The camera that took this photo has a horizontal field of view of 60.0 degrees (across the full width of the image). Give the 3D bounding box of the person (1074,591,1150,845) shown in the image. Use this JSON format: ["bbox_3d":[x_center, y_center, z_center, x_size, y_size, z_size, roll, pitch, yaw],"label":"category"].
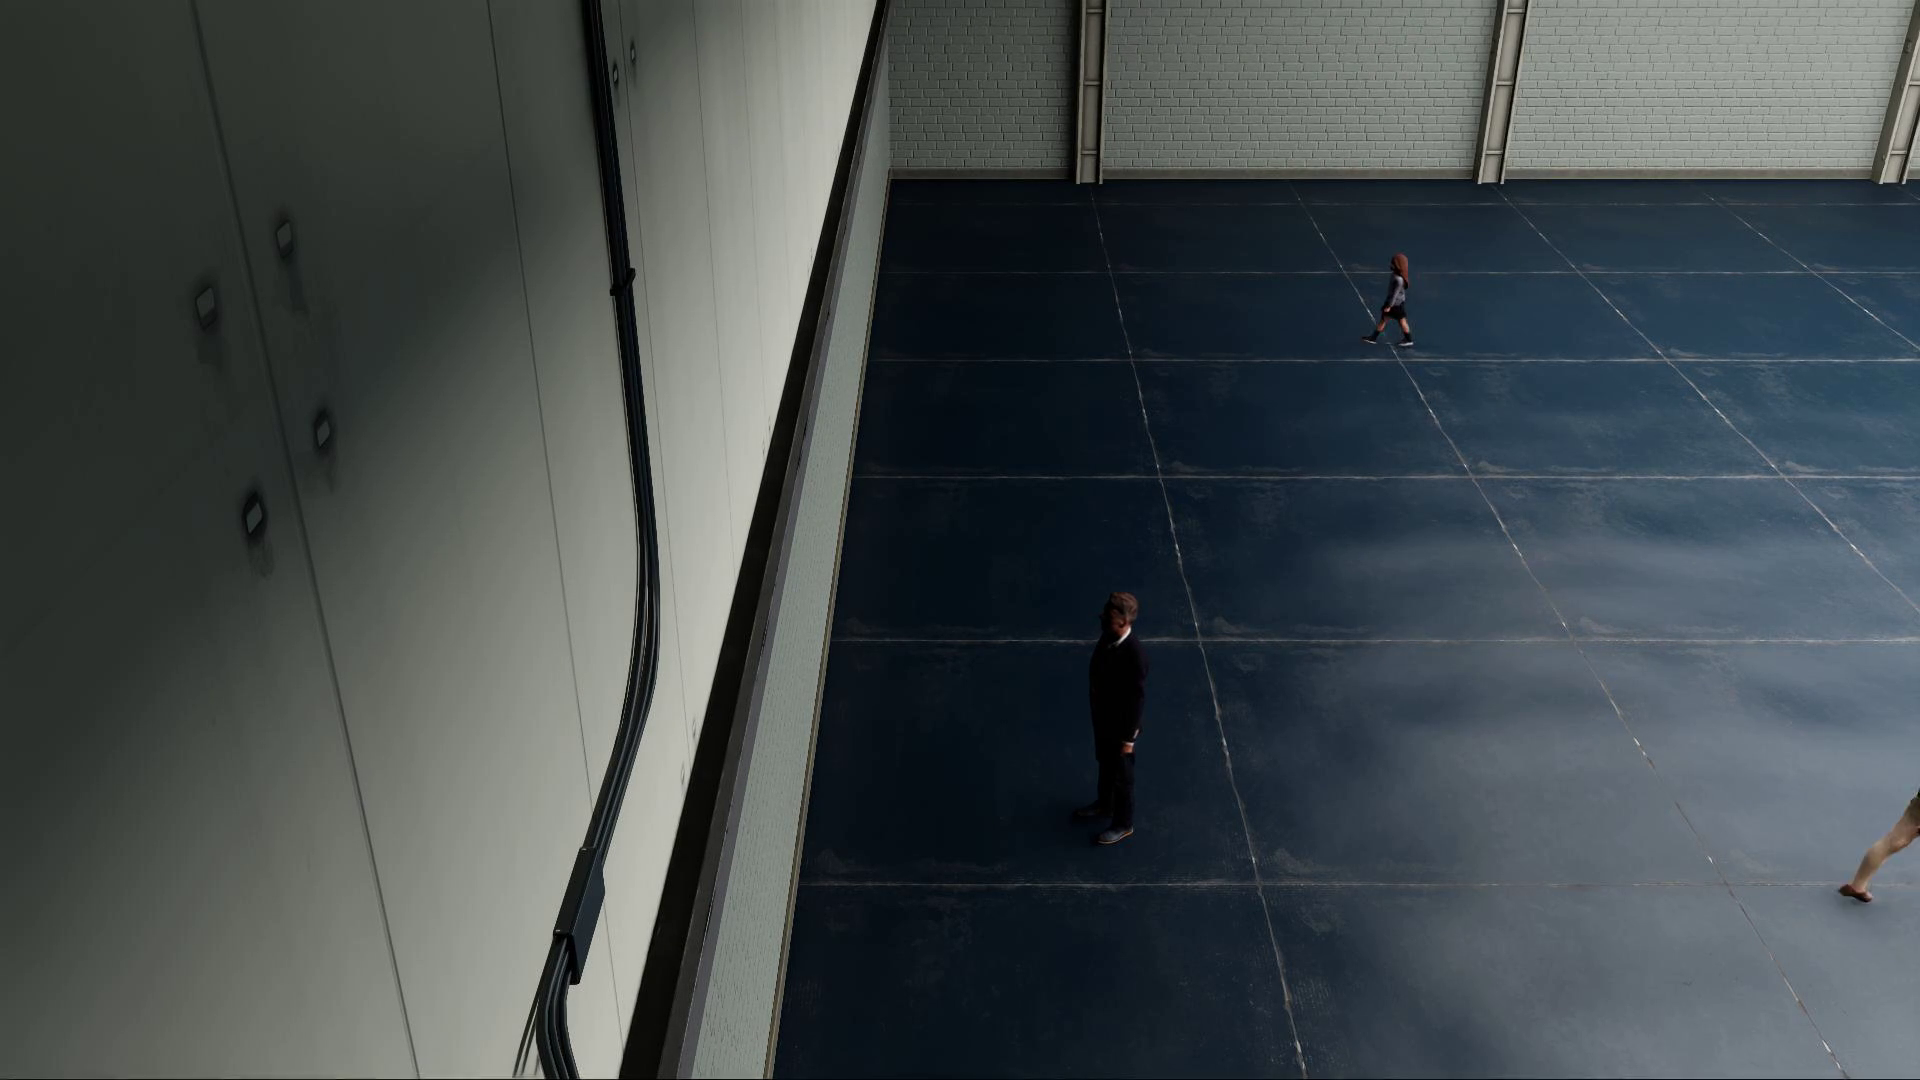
[{"bbox_3d":[1.015,1.128,10.795,0.717,1.815,0.761,-9,29,-17],"label":"person"}]

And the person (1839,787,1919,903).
[{"bbox_3d":[6.082,1.603,10.094,1.121,1.636,0.710,-3,28,-6],"label":"person"}]

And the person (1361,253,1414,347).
[{"bbox_3d":[4.966,-2.680,18.734,0.795,1.075,0.482,-1,28,-2],"label":"person"}]
